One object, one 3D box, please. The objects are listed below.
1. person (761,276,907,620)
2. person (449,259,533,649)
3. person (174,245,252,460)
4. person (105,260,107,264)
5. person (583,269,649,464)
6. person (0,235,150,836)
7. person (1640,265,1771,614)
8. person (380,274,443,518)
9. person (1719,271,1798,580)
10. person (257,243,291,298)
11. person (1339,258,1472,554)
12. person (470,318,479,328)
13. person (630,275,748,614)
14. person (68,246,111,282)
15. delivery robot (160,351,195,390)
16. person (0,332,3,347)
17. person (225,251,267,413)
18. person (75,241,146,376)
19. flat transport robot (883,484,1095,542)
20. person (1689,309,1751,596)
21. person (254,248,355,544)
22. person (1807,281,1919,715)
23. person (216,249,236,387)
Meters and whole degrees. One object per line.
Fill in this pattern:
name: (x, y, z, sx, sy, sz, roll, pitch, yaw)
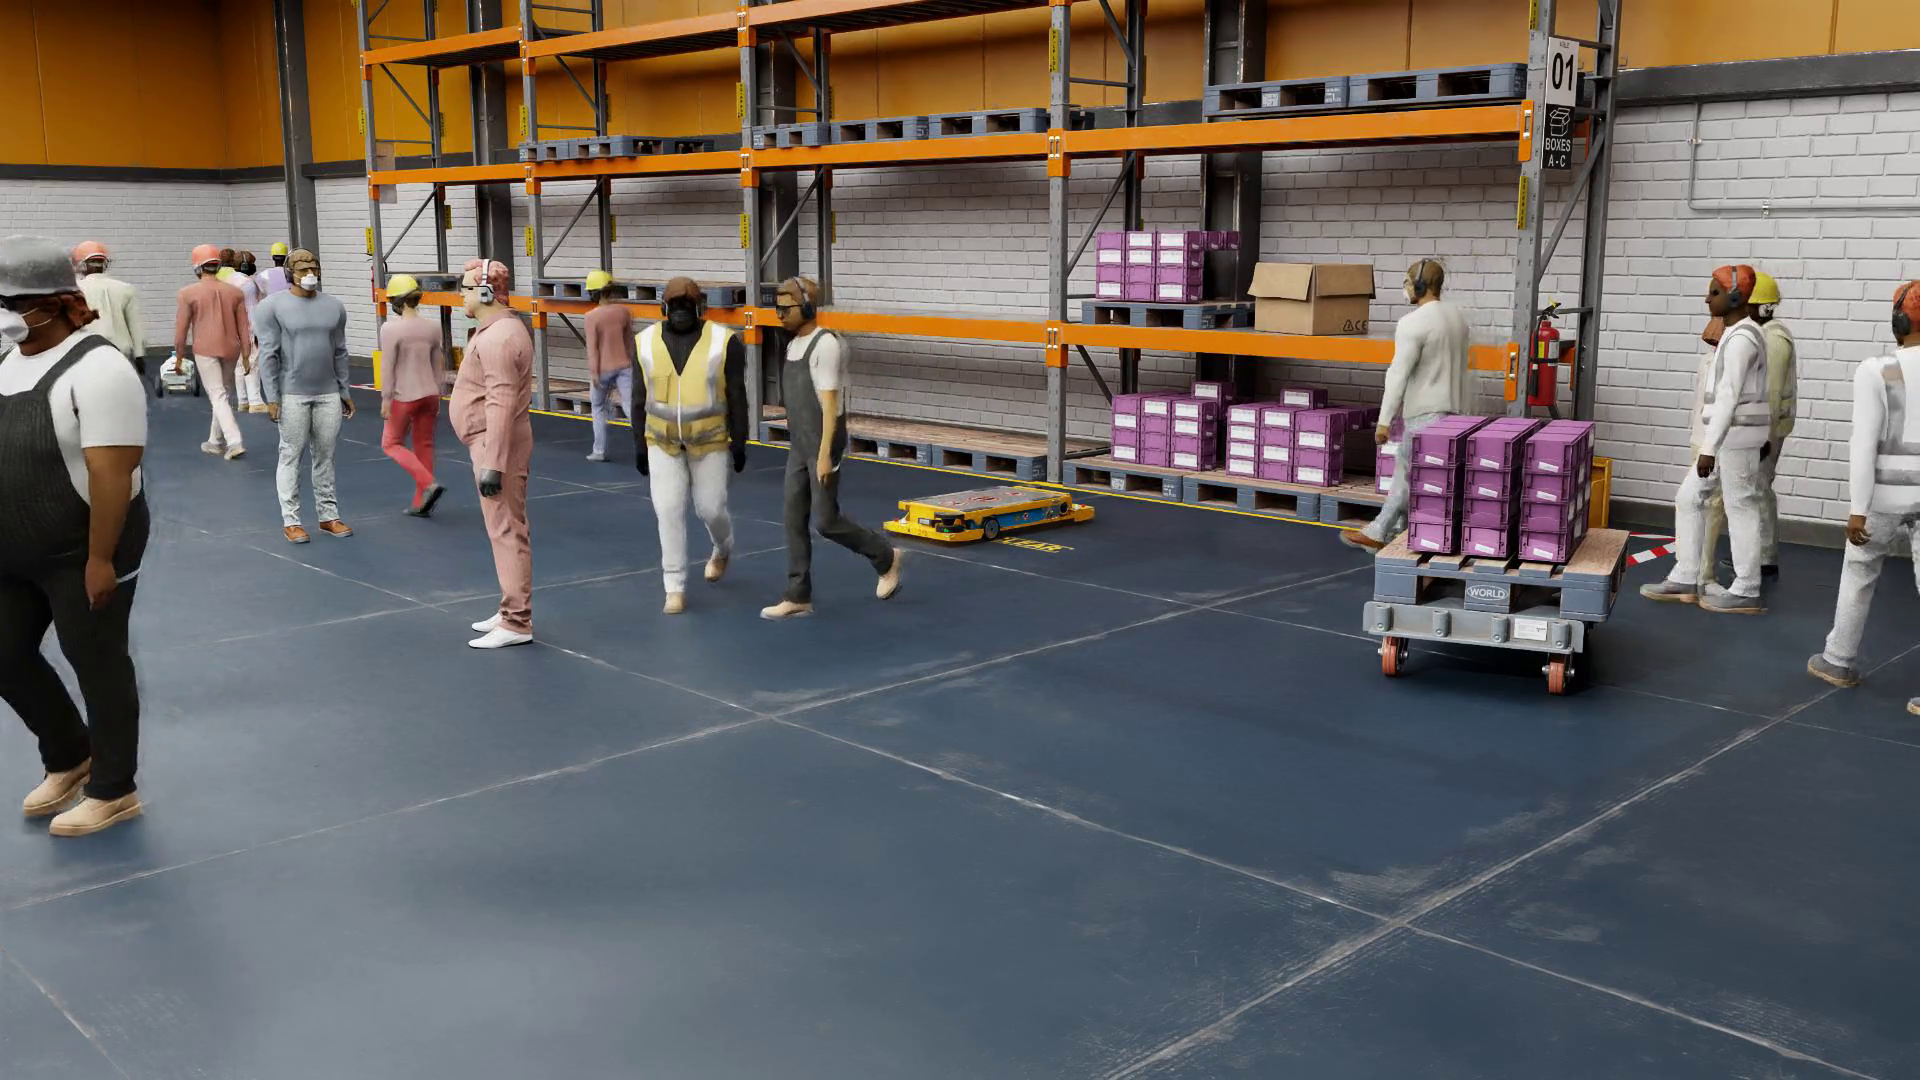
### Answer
person: (-0.689, -0.482, 8.815, 0.751, 1.817, 0.532, -7, 12, -33)
person: (-2.304, -0.425, 8.230, 0.408, 1.908, 0.645, -2, 11, -12)
person: (-6.782, -1.708, 15.156, 1.045, 1.944, 0.621, 9, 13, 39)
person: (-9.410, -2.229, 18.008, 0.665, 1.915, 0.634, -6, 12, -31)
person: (-3.043, -1.513, 14.640, 0.527, 1.726, 0.843, -10, 14, -44)
person: (-3.033, -0.007, 5.583, 0.695, 2.000, 0.536, 5, 12, 27)
person: (3.998, -0.531, 8.914, 0.744, 1.859, 0.615, 4, 11, 21)
person: (-3.870, -1.008, 11.810, 0.443, 1.747, 0.546, 6, 12, 29)
person: (4.690, -0.671, 9.845, 0.437, 1.814, 0.619, 2, 11, 10)
person: (-8.806, -2.886, 21.653, 0.618, 1.923, 0.475, -4, 11, -22)
person: (2.841, -0.775, 10.220, 1.043, 1.881, 0.645, 10, 14, 42)
person: (-4.571, -1.817, 16.609, 0.740, 1.600, 0.529, 4, 11, 23)
person: (-1.466, -0.543, 9.129, 0.644, 1.818, 0.715, 0, 10, 2)
person: (-9.088, -2.094, 17.330, 0.639, 1.908, 0.409, -10, 14, -44)
delivery robot: (-9.899, -2.145, 21.040, 0.477, 0.478, 0.707, -4, 11, -20)
person: (-13.506, -3.086, 23.074, 0.585, 1.800, 0.921, -1, 10, -7)
person: (-8.149, -2.380, 19.063, 0.636, 1.842, 0.429, 10, 14, 44)
person: (-7.542, -1.612, 14.535, 0.753, 1.962, 0.647, 7, 12, 32)
flat transport robot: (0.217, -0.201, 11.467, 1.431, 0.197, 0.652, -10, 14, -44)
person: (4.271, -0.500, 9.378, 0.274, 1.632, 0.503, 1, 10, 5)
person: (-4.326, -0.959, 11.050, 0.371, 1.940, 0.627, 9, 14, 40)
person: (4.072, -0.185, 7.126, 0.591, 1.837, 0.976, 0, 10, -2)
person: (-9.689, -2.947, 22.173, 0.635, 1.841, 0.429, 2, 11, 11)
